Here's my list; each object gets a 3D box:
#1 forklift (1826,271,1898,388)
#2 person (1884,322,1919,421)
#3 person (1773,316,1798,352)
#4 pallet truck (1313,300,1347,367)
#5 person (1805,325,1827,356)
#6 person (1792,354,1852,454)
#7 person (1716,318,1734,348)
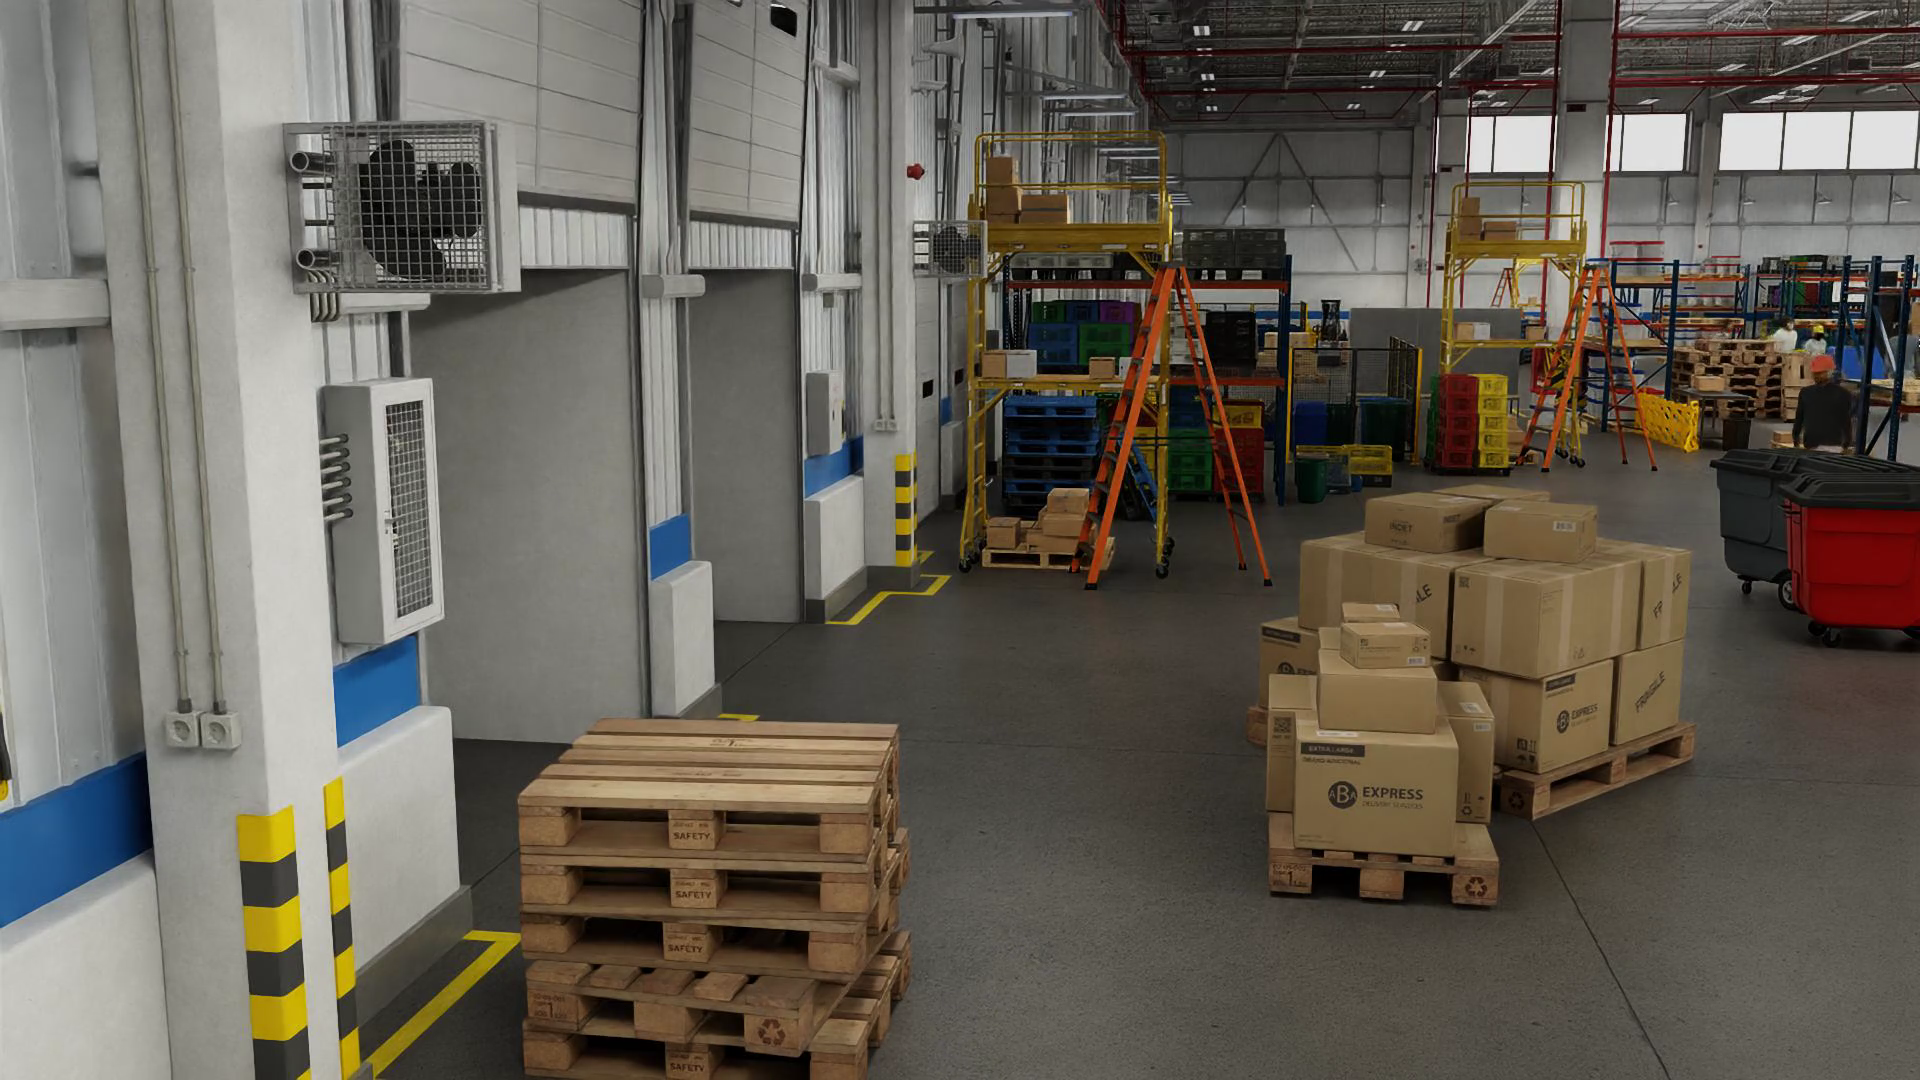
[{"bbox_3d":[21.072,-4.771,38.191,1.873,2.768,1.129,1,9,9],"label":"forklift"},{"bbox_3d":[17.917,-3.215,31.633,0.644,1.907,0.888,4,10,23],"label":"person"},{"bbox_3d":[17.603,-3.855,35.638,0.637,1.894,1.029,-3,10,-18],"label":"person"},{"bbox_3d":[11.159,-6.200,49.718,0.823,1.965,1.885,4,10,26],"label":"pallet truck"},{"bbox_3d":[17.872,-3.614,34.689,0.515,1.695,0.899,-1,9,-7],"label":"person"},{"bbox_3d":[9.565,-1.096,18.424,0.992,1.949,0.626,-5,10,-28],"label":"person"},{"bbox_3d":[16.345,-3.839,35.670,0.524,1.834,0.437,-6,11,-35],"label":"person"}]
